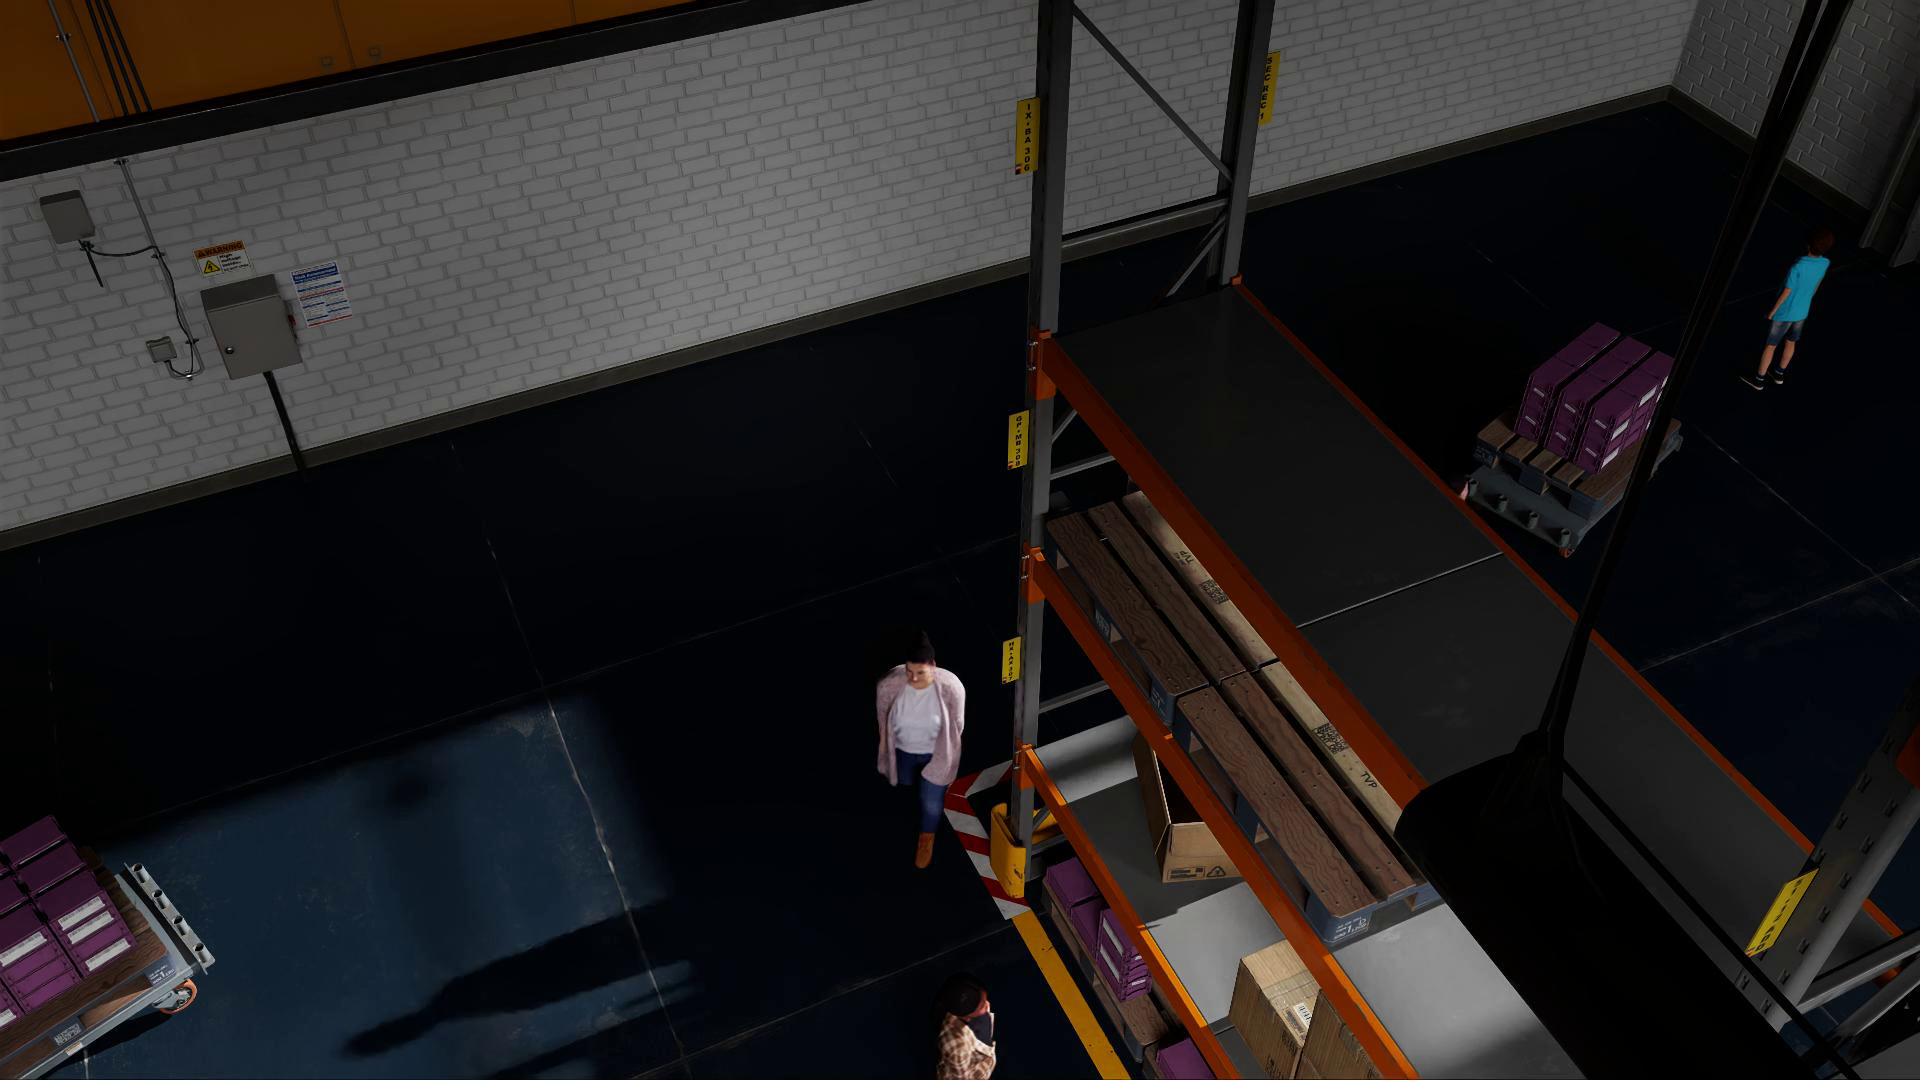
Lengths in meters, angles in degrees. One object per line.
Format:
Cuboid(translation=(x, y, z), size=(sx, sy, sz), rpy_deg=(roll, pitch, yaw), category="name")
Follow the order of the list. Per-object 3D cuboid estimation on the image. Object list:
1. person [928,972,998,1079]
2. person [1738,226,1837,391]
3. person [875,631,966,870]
Cuboid(translation=(0.007, 2.642, 8.130), size=(0.727, 1.794, 0.611), rpy_deg=(-1, 44, -1), category="person")
Cuboid(translation=(6.544, -1.831, 13.075), size=(0.536, 1.449, 0.491), rpy_deg=(-14, 45, -14), category="person")
Cuboid(translation=(-0.214, 1.120, 9.779), size=(1.019, 1.723, 1.143), rpy_deg=(7, 44, 7), category="person")
